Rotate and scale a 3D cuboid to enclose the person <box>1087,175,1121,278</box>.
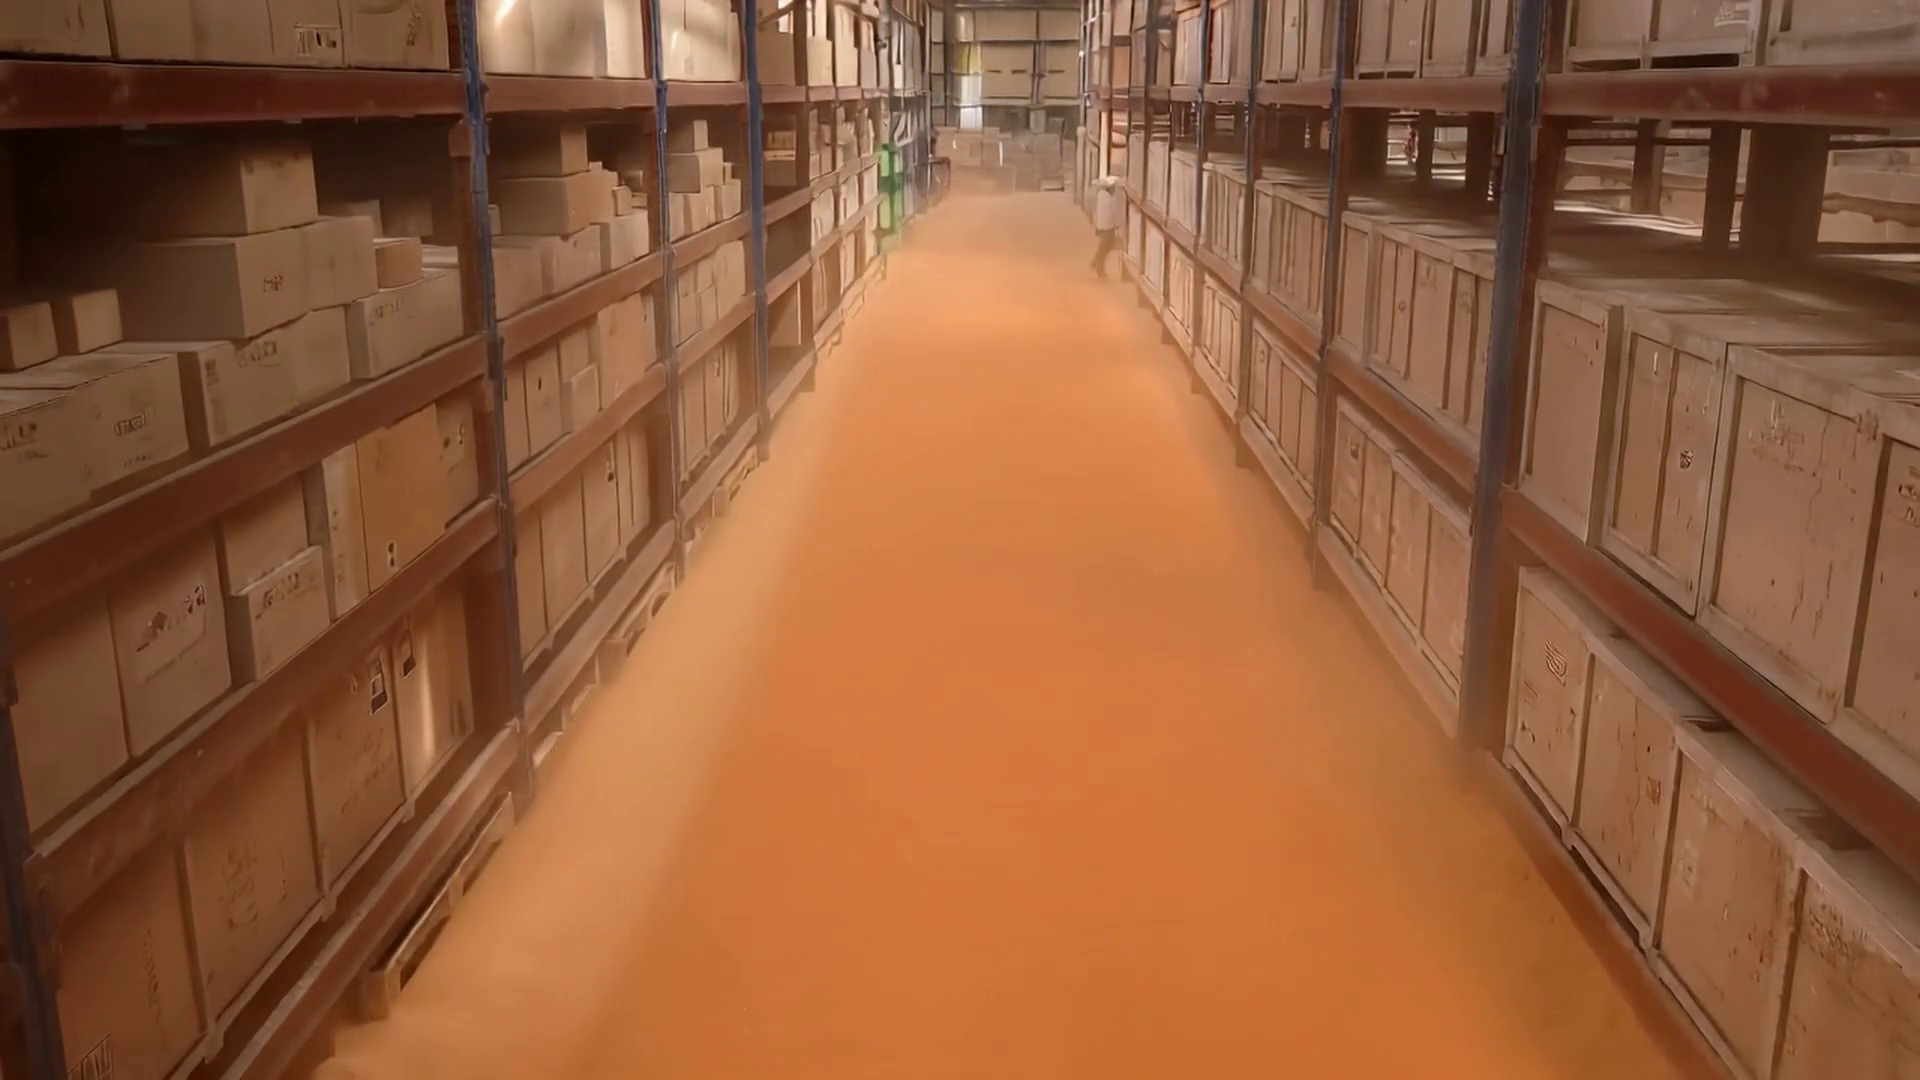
[{"bbox_3d":[2.808,-5.981,31.796,0.476,1.962,0.619,-3,15,-10],"label":"person"}]

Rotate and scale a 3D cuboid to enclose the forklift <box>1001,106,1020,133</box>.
[{"bbox_3d":[2.514,-20.177,82.864,1.129,2.768,1.873,-7,17,-26],"label":"forklift"}]

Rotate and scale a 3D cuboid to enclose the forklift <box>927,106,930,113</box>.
[{"bbox_3d":[-2.001,-20.667,84.687,1.129,2.768,1.873,0,15,2],"label":"forklift"}]

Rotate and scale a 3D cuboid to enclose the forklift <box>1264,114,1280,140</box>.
[{"bbox_3d":[11.027,-14.001,59.886,1.129,2.768,1.873,0,15,2],"label":"forklift"}]

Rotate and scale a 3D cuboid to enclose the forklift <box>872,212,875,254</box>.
[{"bbox_3d":[-2.715,-7.027,33.937,1.873,2.768,1.129,0,15,2],"label":"forklift"}]

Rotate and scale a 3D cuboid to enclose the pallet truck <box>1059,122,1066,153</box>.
[{"bbox_3d":[5.788,-21.111,88.014,1.885,1.965,0.823,5,16,18],"label":"pallet truck"}]
